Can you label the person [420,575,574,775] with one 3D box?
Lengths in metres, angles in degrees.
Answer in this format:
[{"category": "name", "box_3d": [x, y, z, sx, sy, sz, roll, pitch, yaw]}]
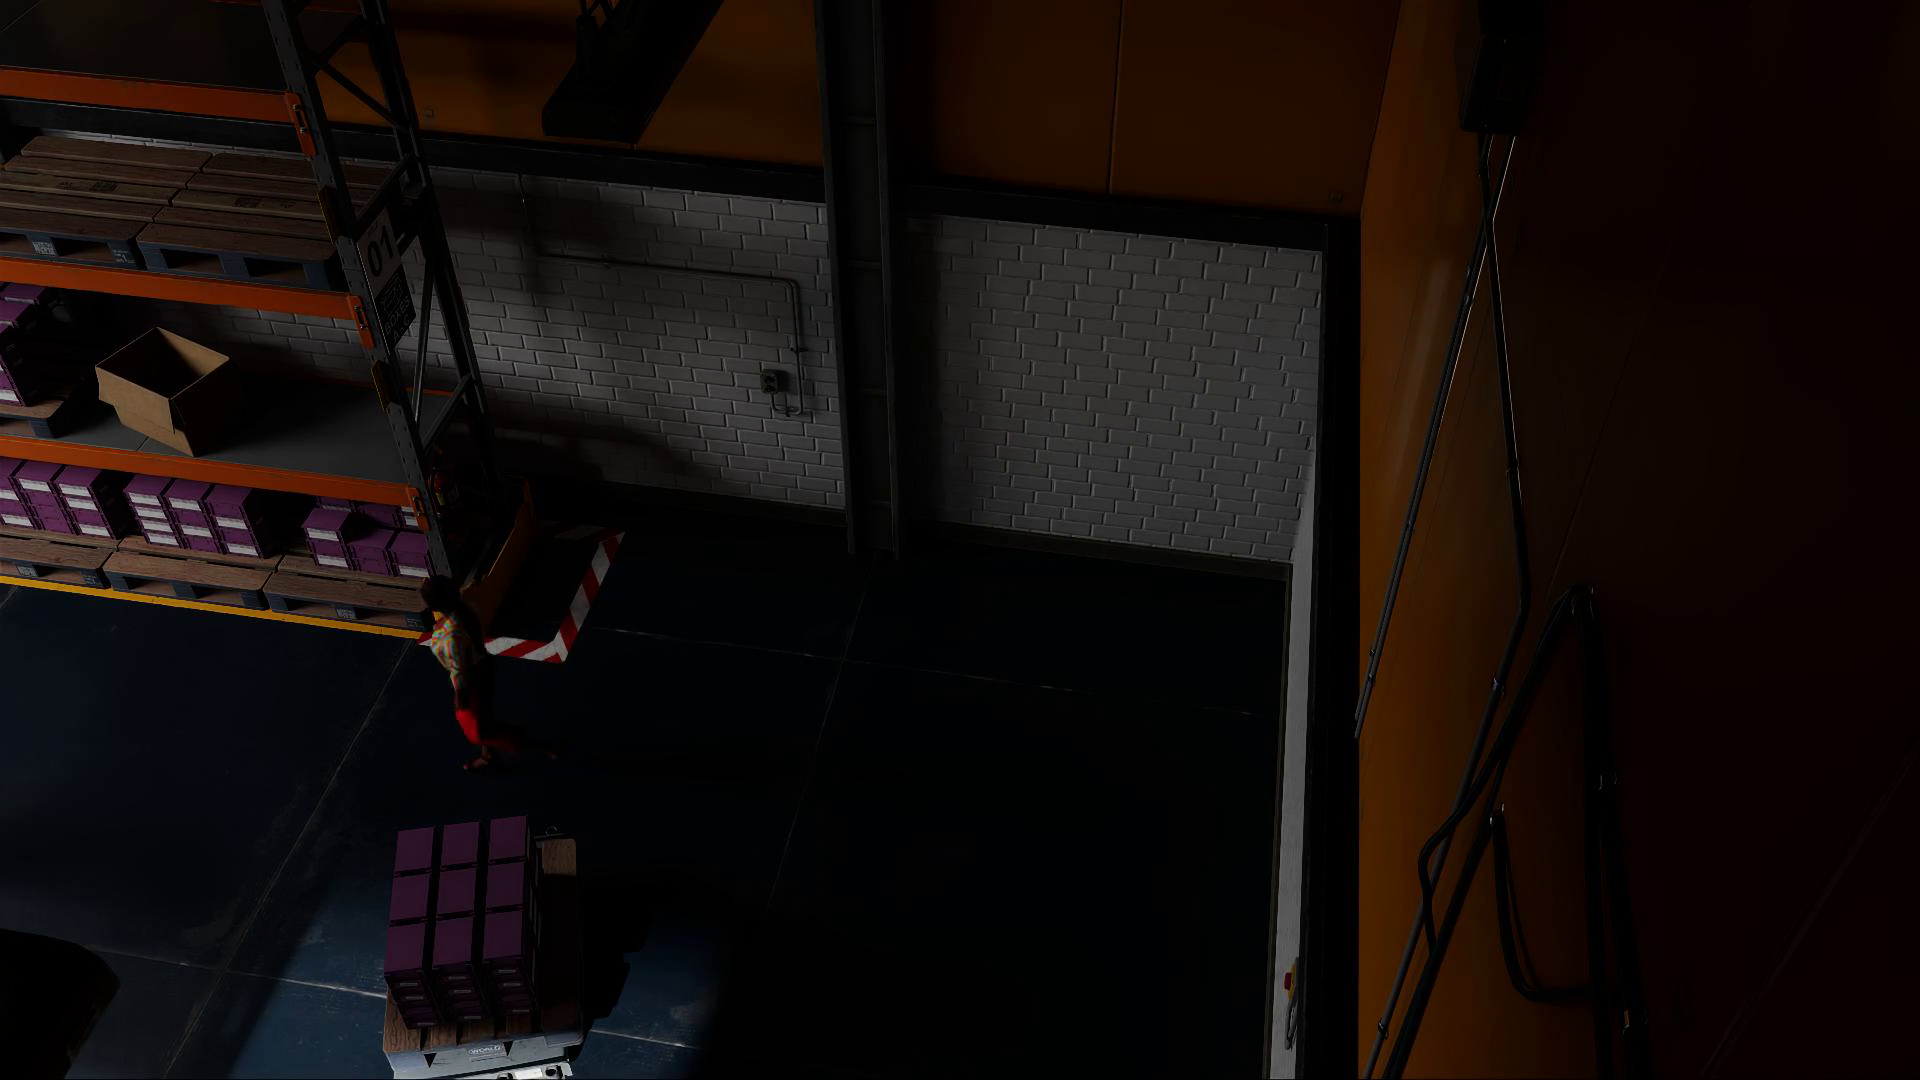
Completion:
[{"category": "person", "box_3d": [-2.844, 0.876, 10.076, 1.023, 1.775, 0.753, -3, 44, -3]}]
